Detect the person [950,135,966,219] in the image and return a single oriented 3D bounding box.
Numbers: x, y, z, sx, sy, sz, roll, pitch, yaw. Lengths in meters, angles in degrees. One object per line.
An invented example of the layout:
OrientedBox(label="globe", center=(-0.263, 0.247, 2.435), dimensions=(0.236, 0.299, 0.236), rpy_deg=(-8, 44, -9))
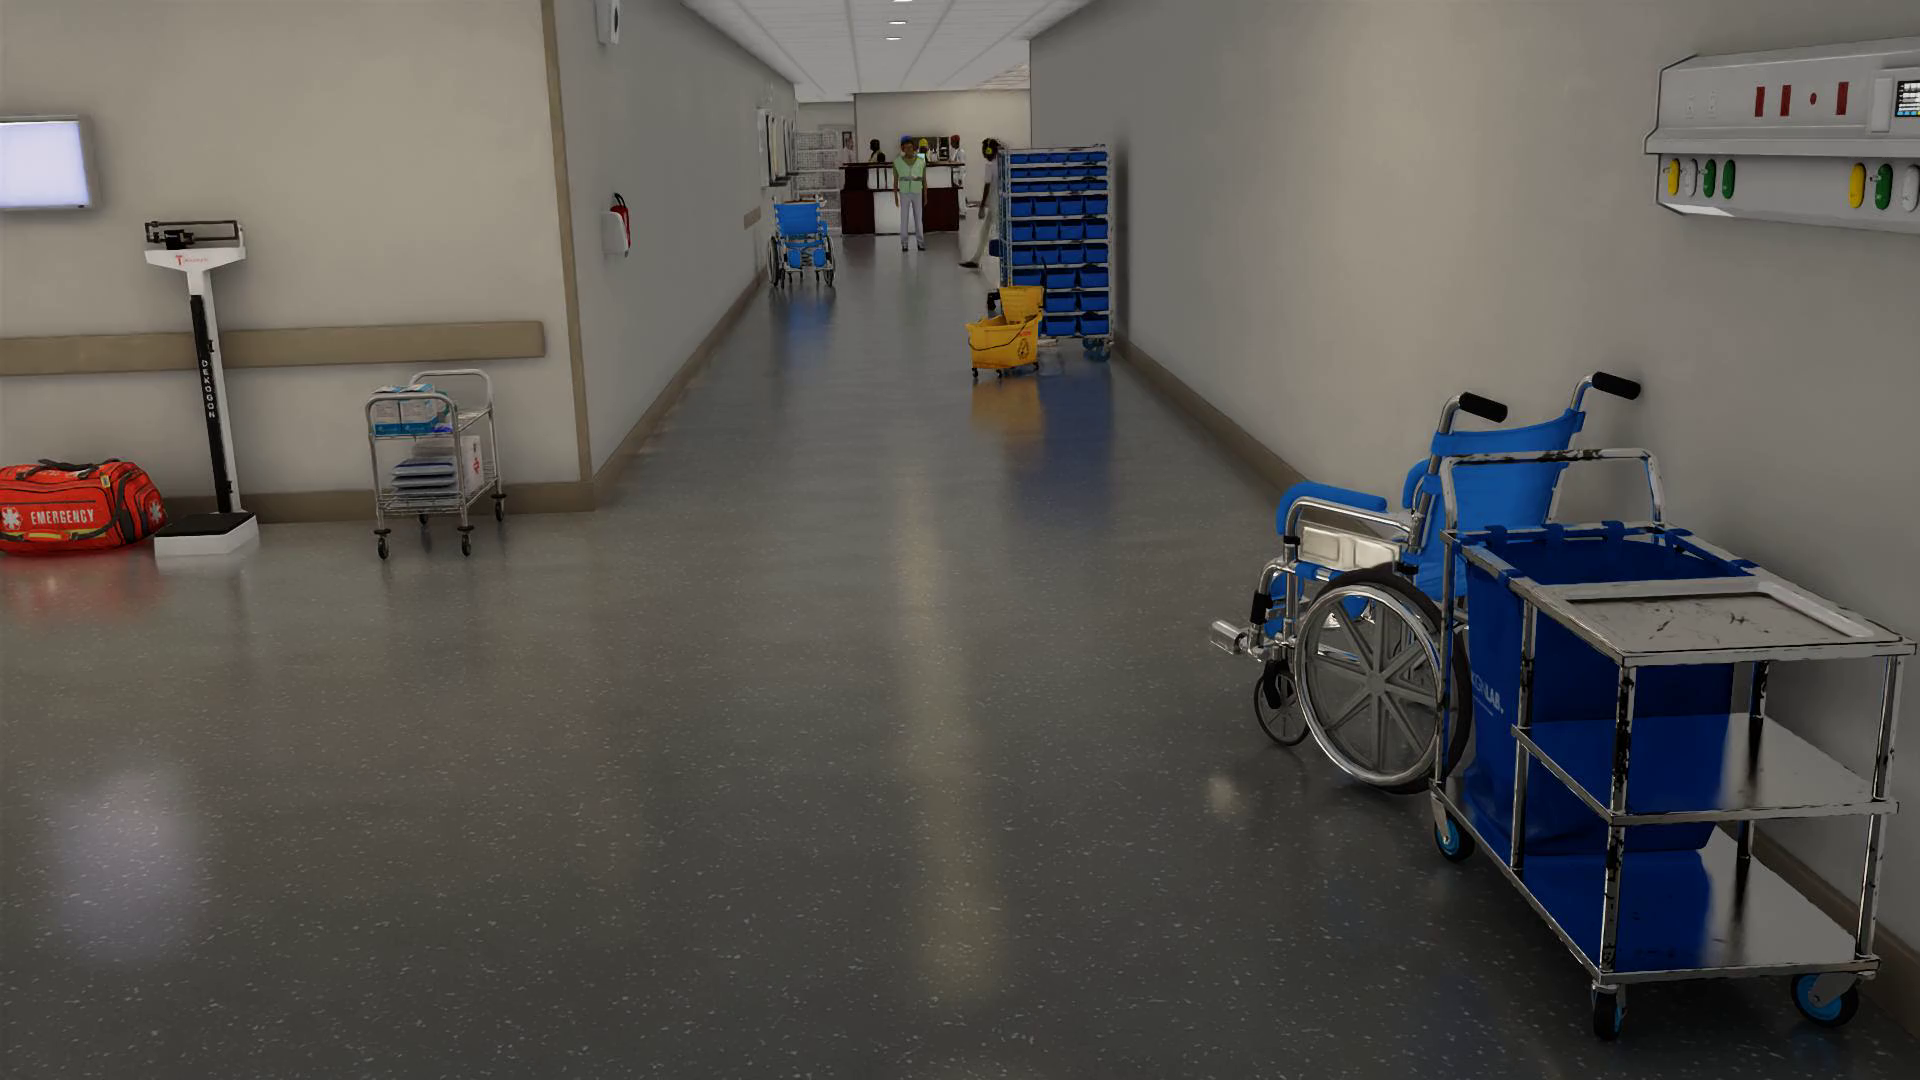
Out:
OrientedBox(label="person", center=(-0.055, -8.215, 37.671), dimensions=(0.356, 1.887, 0.572), rpy_deg=(-6, 14, -17))

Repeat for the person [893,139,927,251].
OrientedBox(label="person", center=(-0.826, -5.735, 27.682), dimensions=(0.560, 1.839, 0.395), rpy_deg=(-4, 14, -9))

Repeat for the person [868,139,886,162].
OrientedBox(label="person", center=(-2.017, -8.818, 40.482), dimensions=(0.430, 1.843, 0.625), rpy_deg=(-7, 15, -21))

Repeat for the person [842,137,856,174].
OrientedBox(label="person", center=(-3.123, -10.501, 47.389), dimensions=(0.408, 1.909, 0.638), rpy_deg=(0, 14, 5))

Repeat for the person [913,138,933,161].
OrientedBox(label="person", center=(-0.844, -8.655, 39.720), dimensions=(0.588, 1.823, 0.405), rpy_deg=(-2, 14, -1))

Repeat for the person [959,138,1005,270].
OrientedBox(label="person", center=(0.430, -4.663, 23.162), dimensions=(0.968, 1.818, 0.545), rpy_deg=(3, 14, 19))
